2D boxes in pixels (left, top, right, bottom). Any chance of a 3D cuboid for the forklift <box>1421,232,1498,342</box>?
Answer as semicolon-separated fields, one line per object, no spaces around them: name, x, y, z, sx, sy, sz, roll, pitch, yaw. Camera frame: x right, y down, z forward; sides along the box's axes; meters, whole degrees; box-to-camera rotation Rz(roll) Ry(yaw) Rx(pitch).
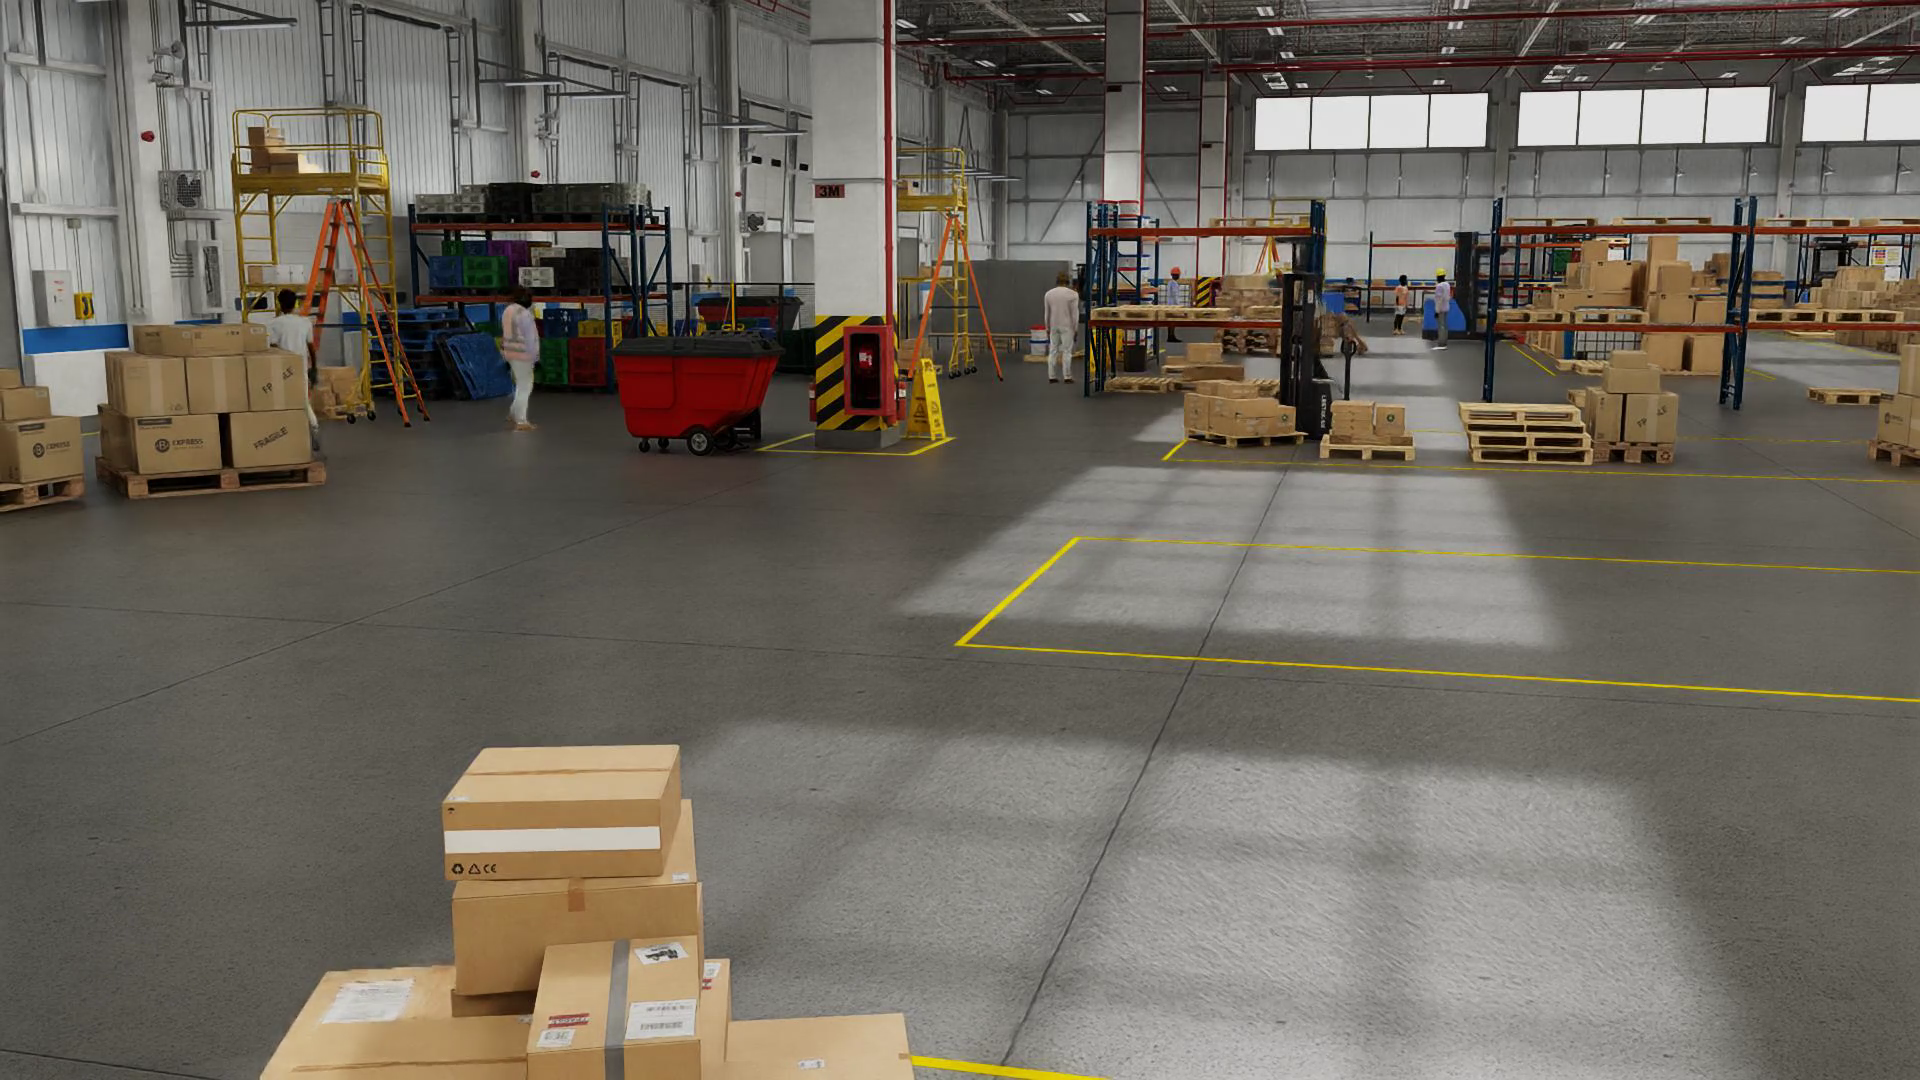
forklift;12.943;-6.537;42.896;1.873;2.768;1.129;2;10;14

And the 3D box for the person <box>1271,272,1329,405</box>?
person;4.997;-2.935;24.152;1.082;2.000;0.683;2;10;9

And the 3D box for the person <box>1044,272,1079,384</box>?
person;1.748;-3.650;28.697;0.630;1.931;0.367;5;11;25

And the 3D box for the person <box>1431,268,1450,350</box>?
person;11.354;-5.445;39.272;0.381;1.923;0.591;7;12;36

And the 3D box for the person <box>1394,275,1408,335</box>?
person;12.453;-6.632;46.931;0.317;1.695;0.540;9;13;42

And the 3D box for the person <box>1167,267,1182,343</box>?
person;5.515;-6.031;42.694;0.363;1.935;0.551;-1;10;-8

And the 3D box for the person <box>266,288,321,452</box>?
person;-7.309;-1.832;18.233;0.515;1.854;0.636;-8;12;-39

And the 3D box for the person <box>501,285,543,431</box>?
person;-5.498;-2.275;20.909;0.447;1.826;0.647;-7;12;-37

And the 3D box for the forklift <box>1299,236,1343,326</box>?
forklift;10.792;-7.966;51.308;1.873;2.768;1.129;-2;10;-12

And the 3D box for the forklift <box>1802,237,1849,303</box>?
forklift;27.372;-8.164;52.473;1.129;2.768;1.873;2;10;14

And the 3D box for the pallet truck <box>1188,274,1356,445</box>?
pallet truck;3.653;-2.138;19.590;1.885;1.965;0.823;-4;10;-20

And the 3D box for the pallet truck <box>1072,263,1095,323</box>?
pallet truck;4.325;-8.180;55.162;0.823;1.965;1.885;6;11;31
